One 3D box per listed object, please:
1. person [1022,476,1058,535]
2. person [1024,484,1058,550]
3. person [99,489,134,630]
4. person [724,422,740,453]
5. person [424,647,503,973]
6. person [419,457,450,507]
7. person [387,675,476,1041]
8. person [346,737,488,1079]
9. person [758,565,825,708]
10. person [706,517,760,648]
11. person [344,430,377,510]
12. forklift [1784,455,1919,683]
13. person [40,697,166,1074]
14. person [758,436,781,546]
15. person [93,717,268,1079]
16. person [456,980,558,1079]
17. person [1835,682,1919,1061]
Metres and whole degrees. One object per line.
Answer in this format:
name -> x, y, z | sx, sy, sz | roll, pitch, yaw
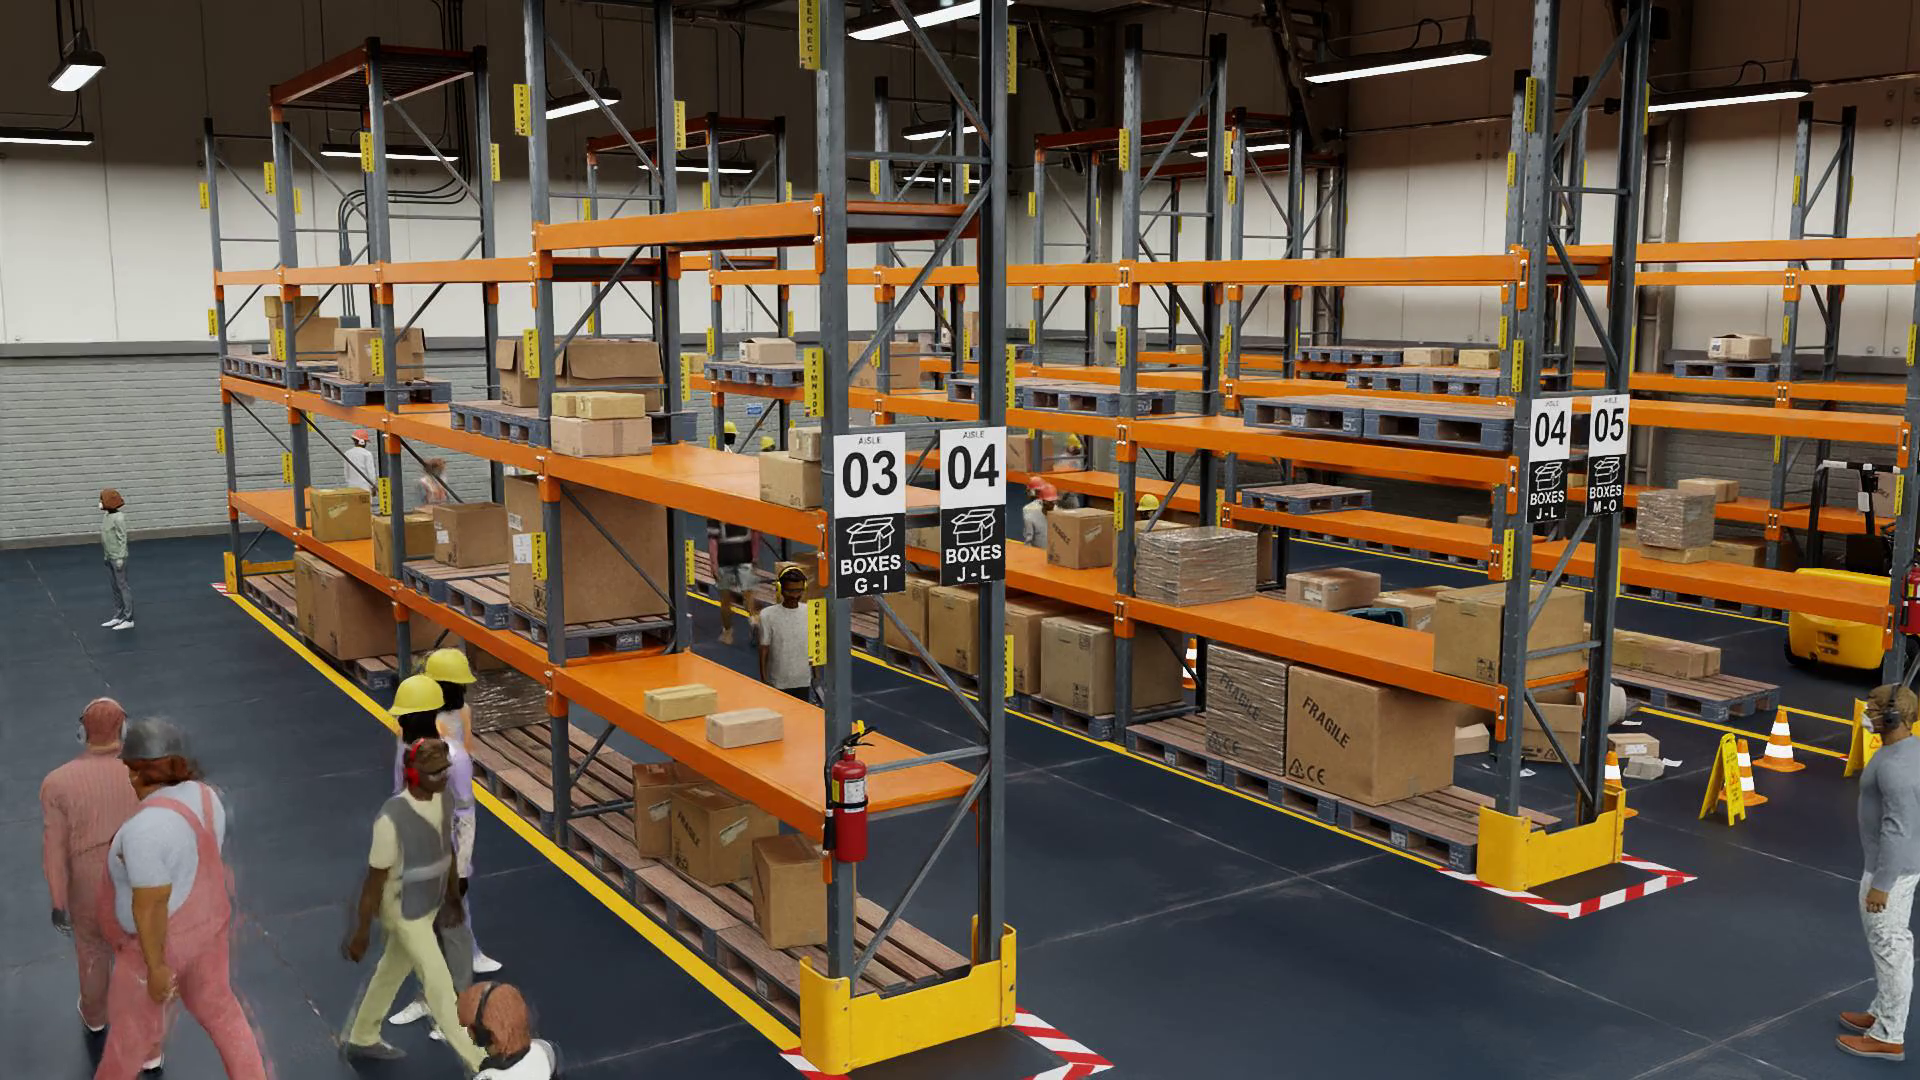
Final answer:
person -> 0.912, 0.112, 19.672 | 0.579, 1.715, 0.679 | -7, 11, -41
person -> 0.988, 0.236, 18.735 | 0.564, 1.752, 0.339 | -3, 9, -21
person -> -9.786, 0.219, 19.254 | 0.501, 1.633, 0.279 | 8, 12, 43
person -> -3.538, -0.847, 25.382 | 0.379, 1.923, 0.595 | -1, 9, -5
person -> -3.018, 1.539, 9.575 | 0.745, 1.902, 0.598 | 2, 9, 14
person -> -7.295, -0.343, 23.063 | 0.514, 1.619, 0.512 | 6, 11, 36
person -> -2.783, 1.652, 8.738 | 0.585, 1.928, 0.378 | 7, 11, 37
person -> -2.642, 1.820, 8.170 | 1.097, 1.763, 0.590 | 2, 9, 10
person -> -1.266, 1.113, 12.544 | 0.516, 1.865, 0.329 | -5, 10, -30
person -> -2.444, 0.200, 18.100 | 0.622, 2.024, 0.808 | -4, 9, -23
person -> -9.361, -0.856, 26.047 | 0.562, 1.742, 0.338 | 4, 9, 22
forklift -> 9.643, 0.253, 17.172 | 2.313, 2.155, 1.214 | -6, 10, -33
person -> -4.312, 1.723, 8.514 | 0.667, 1.850, 0.989 | -6, 10, -33
person -> -2.844, -0.727, 25.265 | 0.571, 1.729, 0.628 | 0, 9, 0
person -> -3.652, 1.761, 7.636 | 1.005, 2.000, 0.699 | 1, 9, 6
person -> -1.549, 2.273, 5.609 | 0.367, 1.629, 0.520 | 2, 9, 13
person -> 4.742, 1.681, 8.505 | 0.369, 1.938, 0.630 | 6, 10, 33
